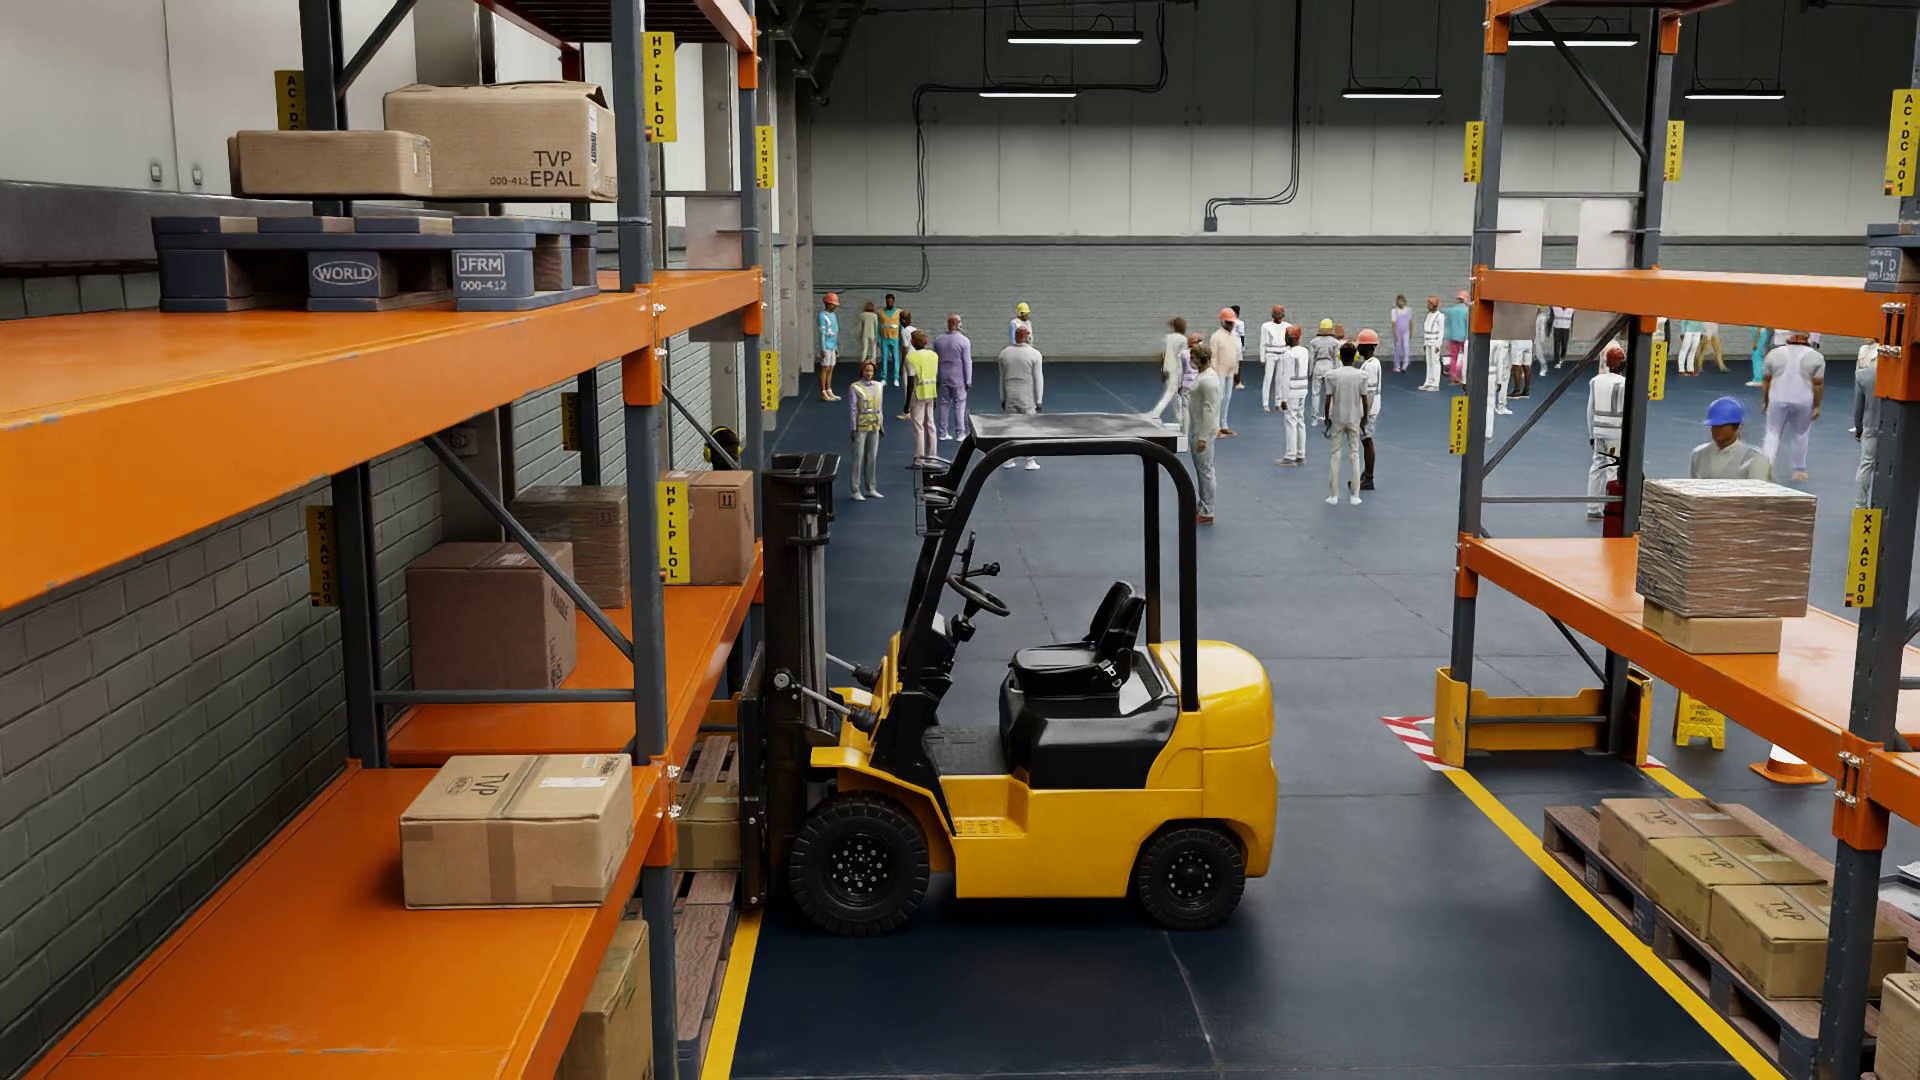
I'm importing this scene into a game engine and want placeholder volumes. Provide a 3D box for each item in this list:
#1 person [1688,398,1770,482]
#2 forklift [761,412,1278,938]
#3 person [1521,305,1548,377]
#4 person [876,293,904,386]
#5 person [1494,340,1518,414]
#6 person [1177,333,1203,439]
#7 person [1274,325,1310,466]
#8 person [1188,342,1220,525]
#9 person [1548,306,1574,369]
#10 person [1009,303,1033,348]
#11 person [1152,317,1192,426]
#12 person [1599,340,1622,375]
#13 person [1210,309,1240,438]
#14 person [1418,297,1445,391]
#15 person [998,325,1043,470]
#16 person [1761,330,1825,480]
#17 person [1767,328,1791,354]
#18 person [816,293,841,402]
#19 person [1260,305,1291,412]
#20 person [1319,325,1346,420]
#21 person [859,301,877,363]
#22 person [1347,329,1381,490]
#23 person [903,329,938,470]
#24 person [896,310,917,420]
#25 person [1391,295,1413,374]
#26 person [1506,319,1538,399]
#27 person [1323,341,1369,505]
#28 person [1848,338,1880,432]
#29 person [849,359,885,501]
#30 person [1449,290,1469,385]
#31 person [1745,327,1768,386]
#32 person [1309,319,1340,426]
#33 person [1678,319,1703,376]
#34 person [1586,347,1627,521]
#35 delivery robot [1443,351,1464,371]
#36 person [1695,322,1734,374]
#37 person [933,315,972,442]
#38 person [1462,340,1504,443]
[{"bbox_3d":[5.271,-0.033,11.614,0.967,1.897,0.627,-7,12,-34],"label":"person"},{"bbox_3d":[0.291,0.548,7.580,2.313,2.155,1.214,0,10,-2],"label":"forklift"},{"bbox_3d":[12.737,-4.456,36.843,0.520,1.702,0.813,10,14,43],"label":"person"},{"bbox_3d":[-1.448,-4.164,34.604,0.589,1.918,0.392,2,10,9],"label":"person"},{"bbox_3d":[9.414,-3.137,28.922,0.392,1.910,0.584,-7,12,-35],"label":"person"},{"bbox_3d":[3.494,-2.273,24.850,0.514,1.636,0.314,3,11,17],"label":"person"},{"bbox_3d":[4.456,-1.925,22.241,0.344,1.880,0.577,8,13,39],"label":"person"},{"bbox_3d":[2.561,-1.122,17.609,0.373,1.936,0.629,0,10,2],"label":"person"},{"bbox_3d":[14.263,-5.019,39.450,0.632,1.891,0.700,2,10,8],"label":"person"},{"bbox_3d":[1.188,-3.601,31.702,0.404,1.830,0.601,8,13,37],"label":"person"},{"bbox_3d":[3.379,-2.682,26.700,0.929,1.806,0.516,-7,12,-33],"label":"person"},{"bbox_3d":[9.493,-2.297,24.201,0.388,1.924,0.549,5,11,27],"label":"person"},{"bbox_3d":[4.062,-2.542,25.431,0.627,1.972,0.485,-9,13,-41],"label":"person"},{"bbox_3d":[9.494,-3.936,33.418,0.354,1.886,0.573,-2,10,-12],"label":"person"},{"bbox_3d":[0.817,-1.872,21.902,0.641,1.899,0.394,6,12,29],"label":"person"},{"bbox_3d":[10.396,-1.747,20.791,0.703,2.000,0.679,7,12,34],"label":"person"},{"bbox_3d":[16.164,-3.820,32.753,0.587,1.894,0.677,0,10,1],"label":"person"},{"bbox_3d":[-2.440,-3.614,31.209,0.389,2.035,0.605,4,11,20],"label":"person"},{"bbox_3d":[5.553,-3.186,29.245,0.584,1.883,0.337,-2,10,-12],"label":"person"},{"bbox_3d":[6.382,-2.791,27.817,0.632,1.614,0.505,7,12,34],"label":"person"},{"bbox_3d":[-2.129,-4.766,38.812,0.506,1.609,0.667,1,10,6],"label":"person"},{"bbox_3d":[4.899,-1.573,20.109,0.354,1.939,0.544,2,10,12],"label":"person"},{"bbox_3d":[-0.499,-1.837,21.843,0.384,1.841,0.565,9,14,43],"label":"person"},{"bbox_3d":[-0.883,-2.939,27.998,0.343,1.840,0.507,4,11,22],"label":"person"},{"bbox_3d":[10.078,-4.688,37.935,0.544,1.785,0.819,0,10,3],"label":"person"},{"bbox_3d":[10.729,-3.682,31.775,0.612,1.965,0.362,-5,11,-27],"label":"person"},{"bbox_3d":[4.388,-1.323,18.909,0.510,1.872,0.328,2,10,11],"label":"person"},{"bbox_3d":[14.210,-2.478,25.983,0.311,1.638,0.523,-3,11,-17],"label":"person"},{"bbox_3d":[-1.084,-1.278,19.308,0.315,1.636,0.515,10,14,43],"label":"person"},{"bbox_3d":[10.526,-4.237,34.839,0.653,1.968,0.638,-8,13,-37],"label":"person"},{"bbox_3d":[16.593,-4.112,34.556,0.339,1.833,0.522,7,12,33],"label":"person"},{"bbox_3d":[5.927,-2.723,27.057,0.492,1.742,0.321,4,11,19],"label":"person"},{"bbox_3d":[16.322,-4.621,37.095,0.629,1.936,0.374,-4,11,-21],"label":"person"},{"bbox_3d":[6.908,-1.103,17.642,0.346,1.883,0.584,-4,11,-23],"label":"person"},{"bbox_3d":[11.099,-3.952,36.956,0.707,0.478,0.477,4,11,20],"label":"delivery robot"},{"bbox_3d":[17.044,-4.591,37.508,0.537,1.724,0.867,-7,12,-33],"label":"person"},{"bbox_3d":[-0.086,-2.421,24.953,0.646,1.899,0.399,7,12,34],"label":"person"},{"bbox_3d":[7.792,-2.383,24.815,0.574,1.879,0.343,3,11,17],"label":"person"}]
